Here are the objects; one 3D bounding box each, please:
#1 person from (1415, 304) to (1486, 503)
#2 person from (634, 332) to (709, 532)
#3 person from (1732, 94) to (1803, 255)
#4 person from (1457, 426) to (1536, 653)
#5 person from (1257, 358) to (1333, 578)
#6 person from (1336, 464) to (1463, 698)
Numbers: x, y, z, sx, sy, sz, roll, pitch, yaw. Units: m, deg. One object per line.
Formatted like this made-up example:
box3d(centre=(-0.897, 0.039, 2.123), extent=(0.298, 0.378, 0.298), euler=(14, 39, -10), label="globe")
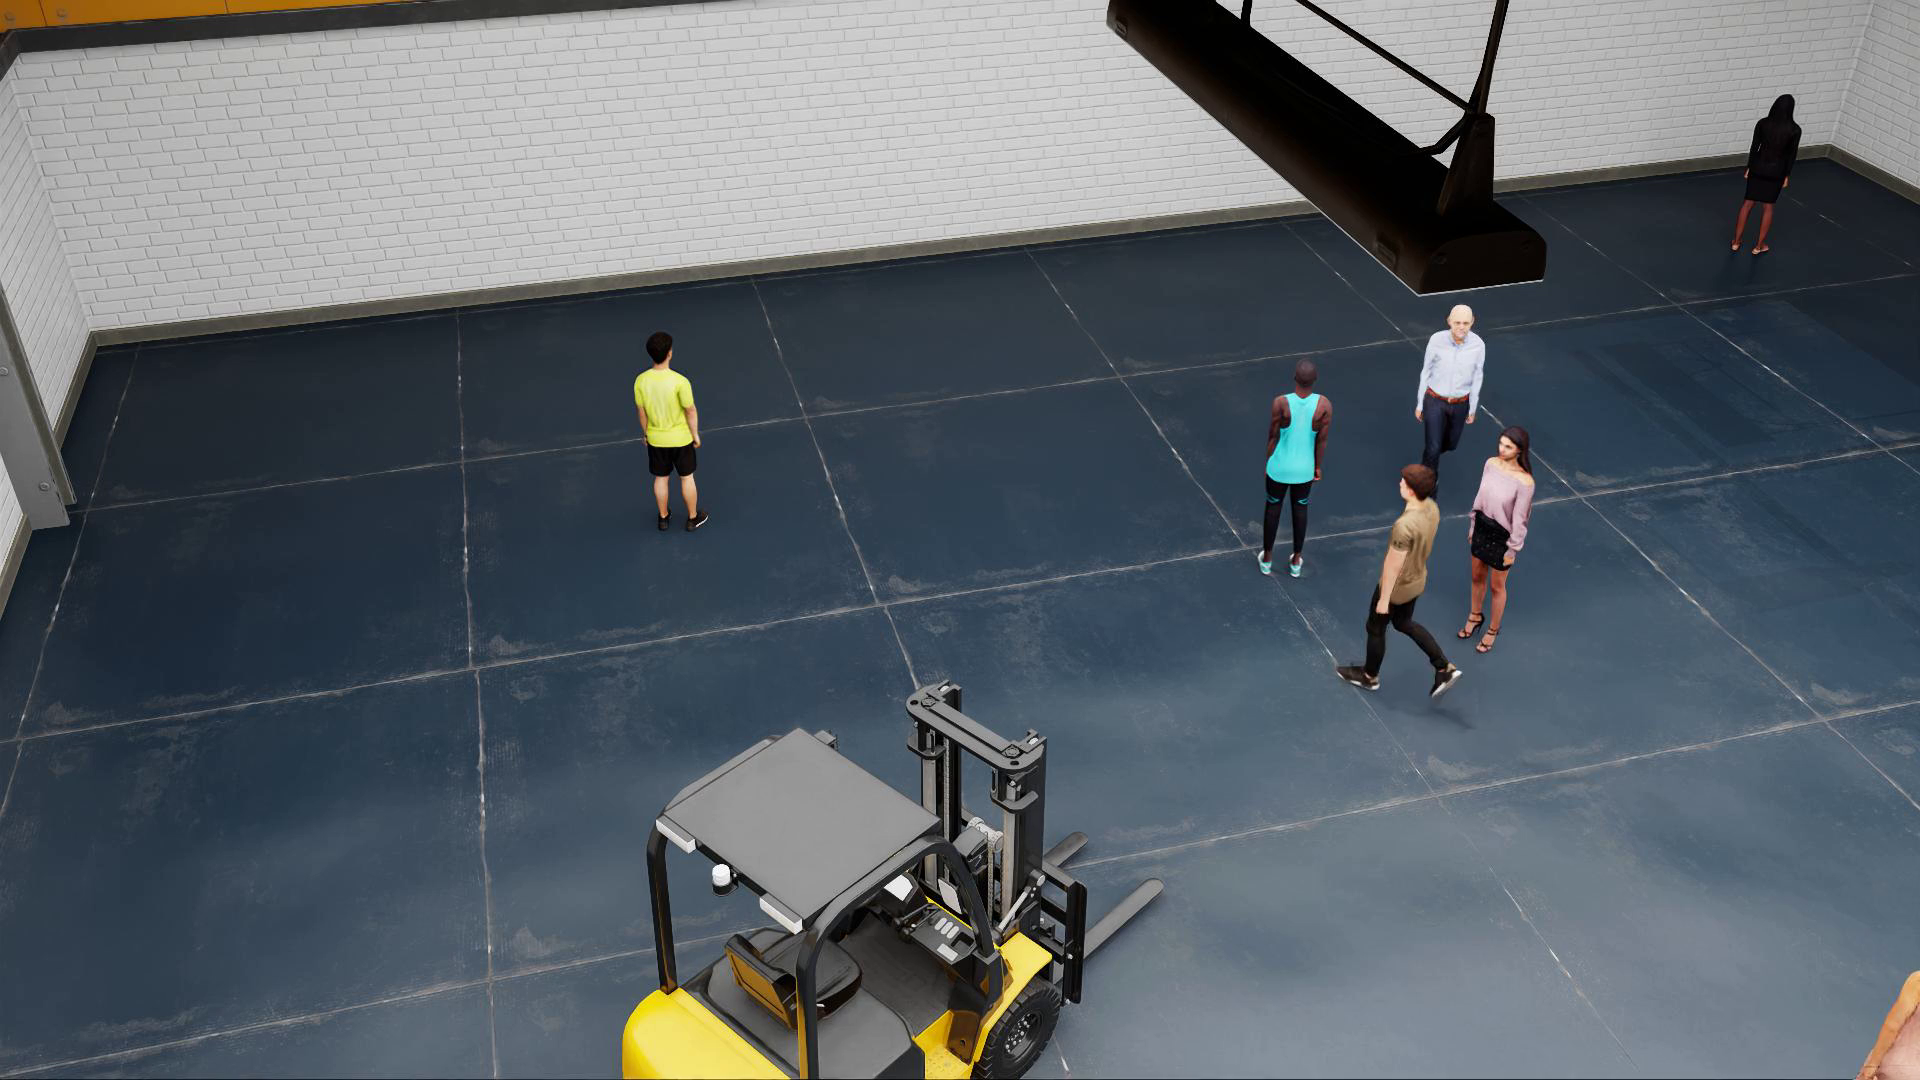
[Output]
box3d(centre=(3.901, -1.101, 13.385), extent=(0.901, 1.771, 1.183), euler=(3, 34, 5), label="person")
box3d(centre=(-2.277, -0.838, 13.047), extent=(0.691, 1.709, 0.666), euler=(4, 34, 6), label="person")
box3d(centre=(8.556, -3.889, 17.627), extent=(0.653, 1.720, 0.743), euler=(23, 40, 30), label="person")
box3d(centre=(3.779, -0.007, 11.705), extent=(0.736, 1.810, 0.572), euler=(-19, 38, -26), label="person")
box3d(centre=(2.492, -0.536, 12.504), extent=(0.651, 1.806, 0.624), euler=(2, 34, 2), label="person")
box3d(centre=(3.043, 0.334, 11.172), extent=(1.179, 1.832, 1.059), euler=(23, 40, 31), label="person")
